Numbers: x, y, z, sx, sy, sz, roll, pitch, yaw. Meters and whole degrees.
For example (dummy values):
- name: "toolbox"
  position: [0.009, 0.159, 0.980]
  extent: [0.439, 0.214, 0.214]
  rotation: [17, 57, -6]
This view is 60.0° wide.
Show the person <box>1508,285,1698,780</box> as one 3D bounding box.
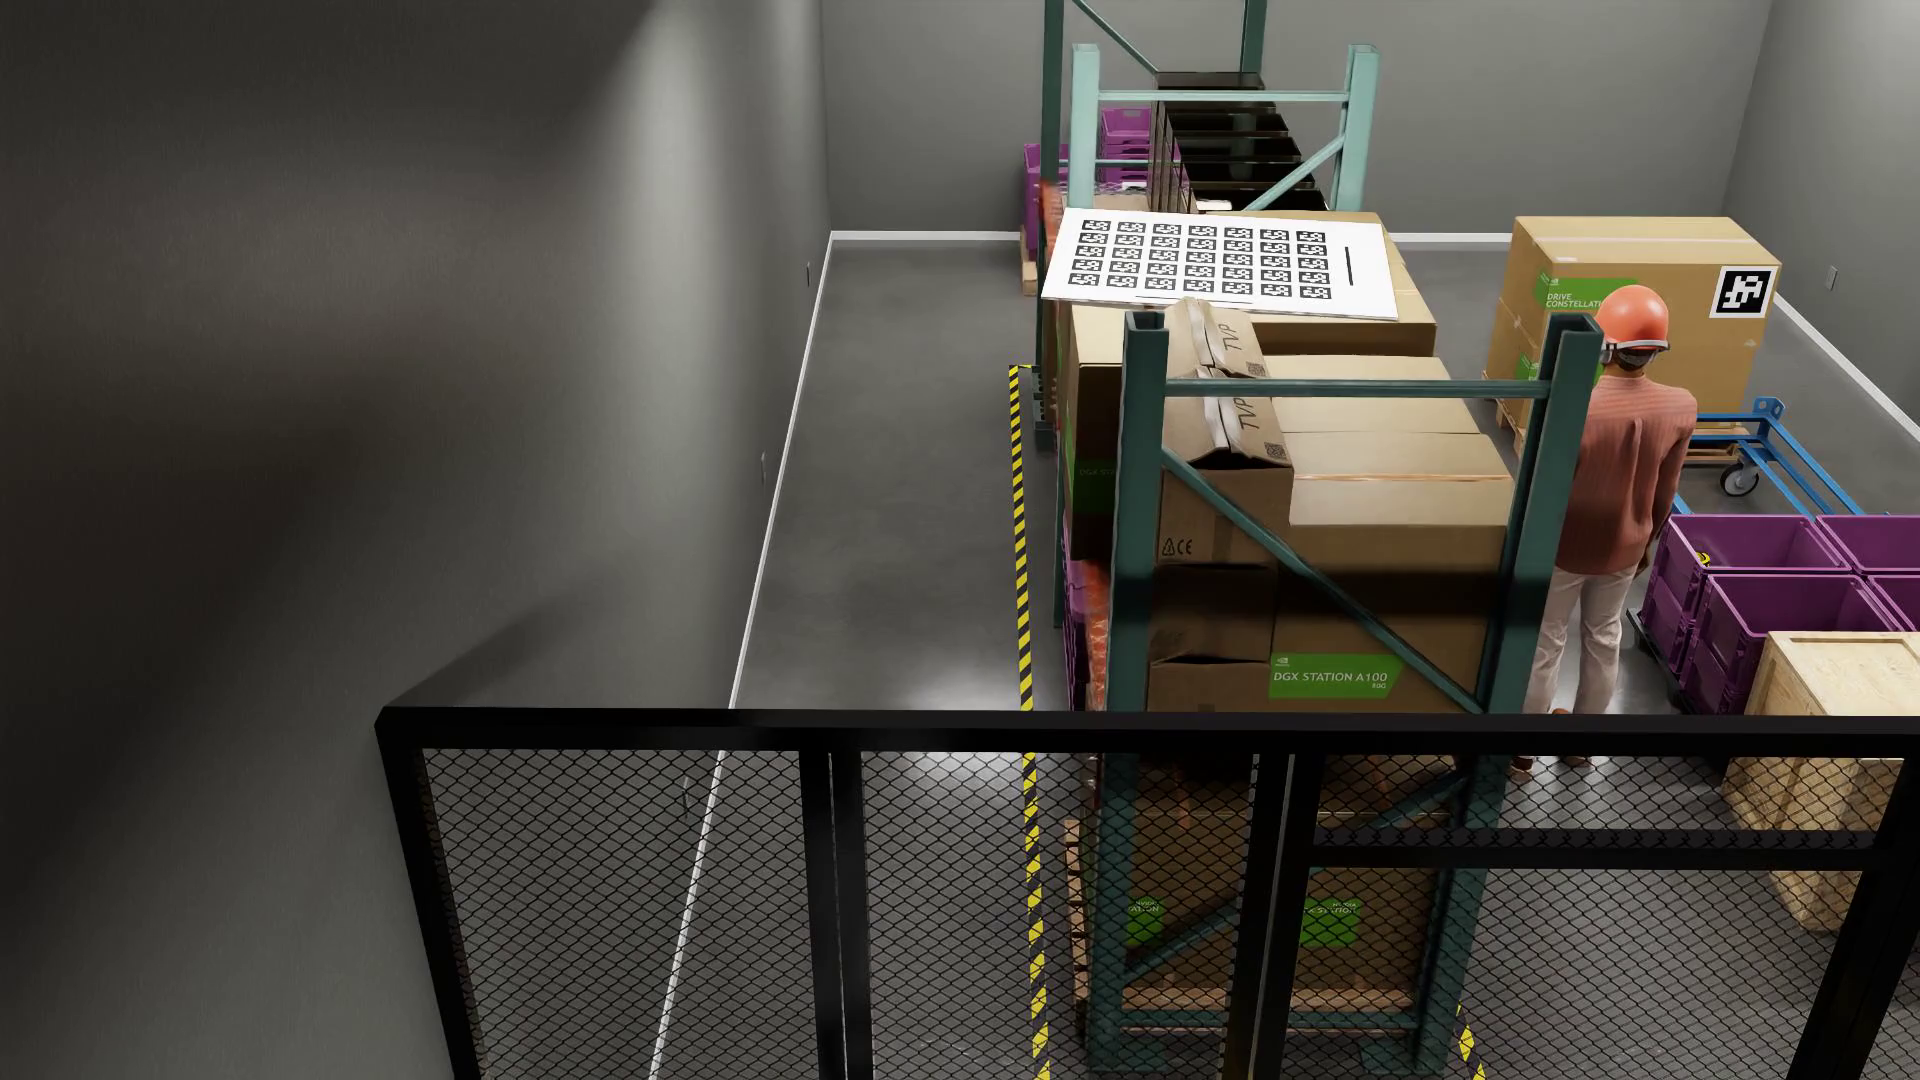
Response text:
- name: "person"
  position: [2.309, 0.007, 6.149]
  extent: [0.613, 1.994, 0.382]
  rotation: [-7, 32, -12]
